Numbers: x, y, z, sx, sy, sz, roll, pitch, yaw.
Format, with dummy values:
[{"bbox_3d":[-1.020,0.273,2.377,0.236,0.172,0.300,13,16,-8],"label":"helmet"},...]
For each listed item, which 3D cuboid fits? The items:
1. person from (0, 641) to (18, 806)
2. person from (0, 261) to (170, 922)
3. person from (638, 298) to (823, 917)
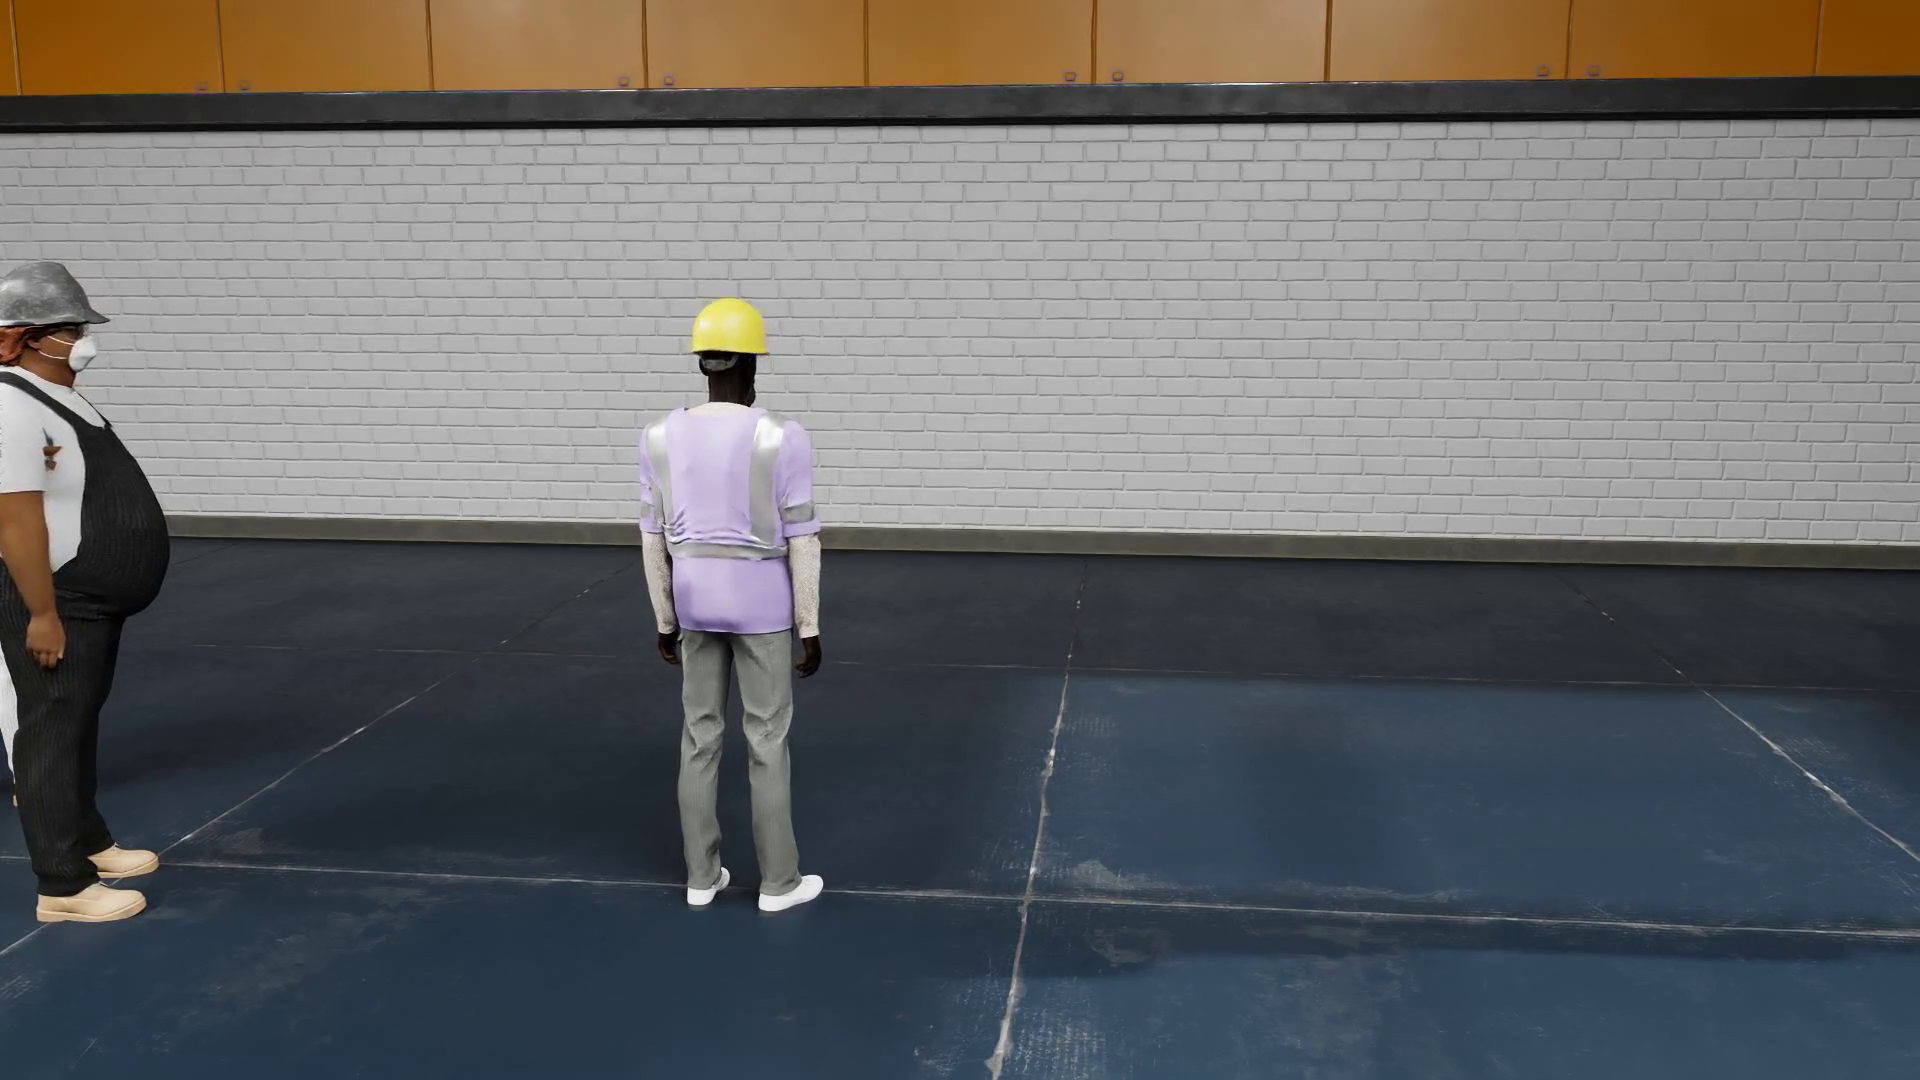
[{"bbox_3d":[-3.652,0.084,6.196,0.626,1.846,0.429,1,10,5],"label":"person"},{"bbox_3d":[-2.774,0.153,5.237,0.536,2.000,0.672,-3,10,-17],"label":"person"},{"bbox_3d":[-0.700,0.218,5.185,0.585,1.928,0.366,3,10,16],"label":"person"}]
